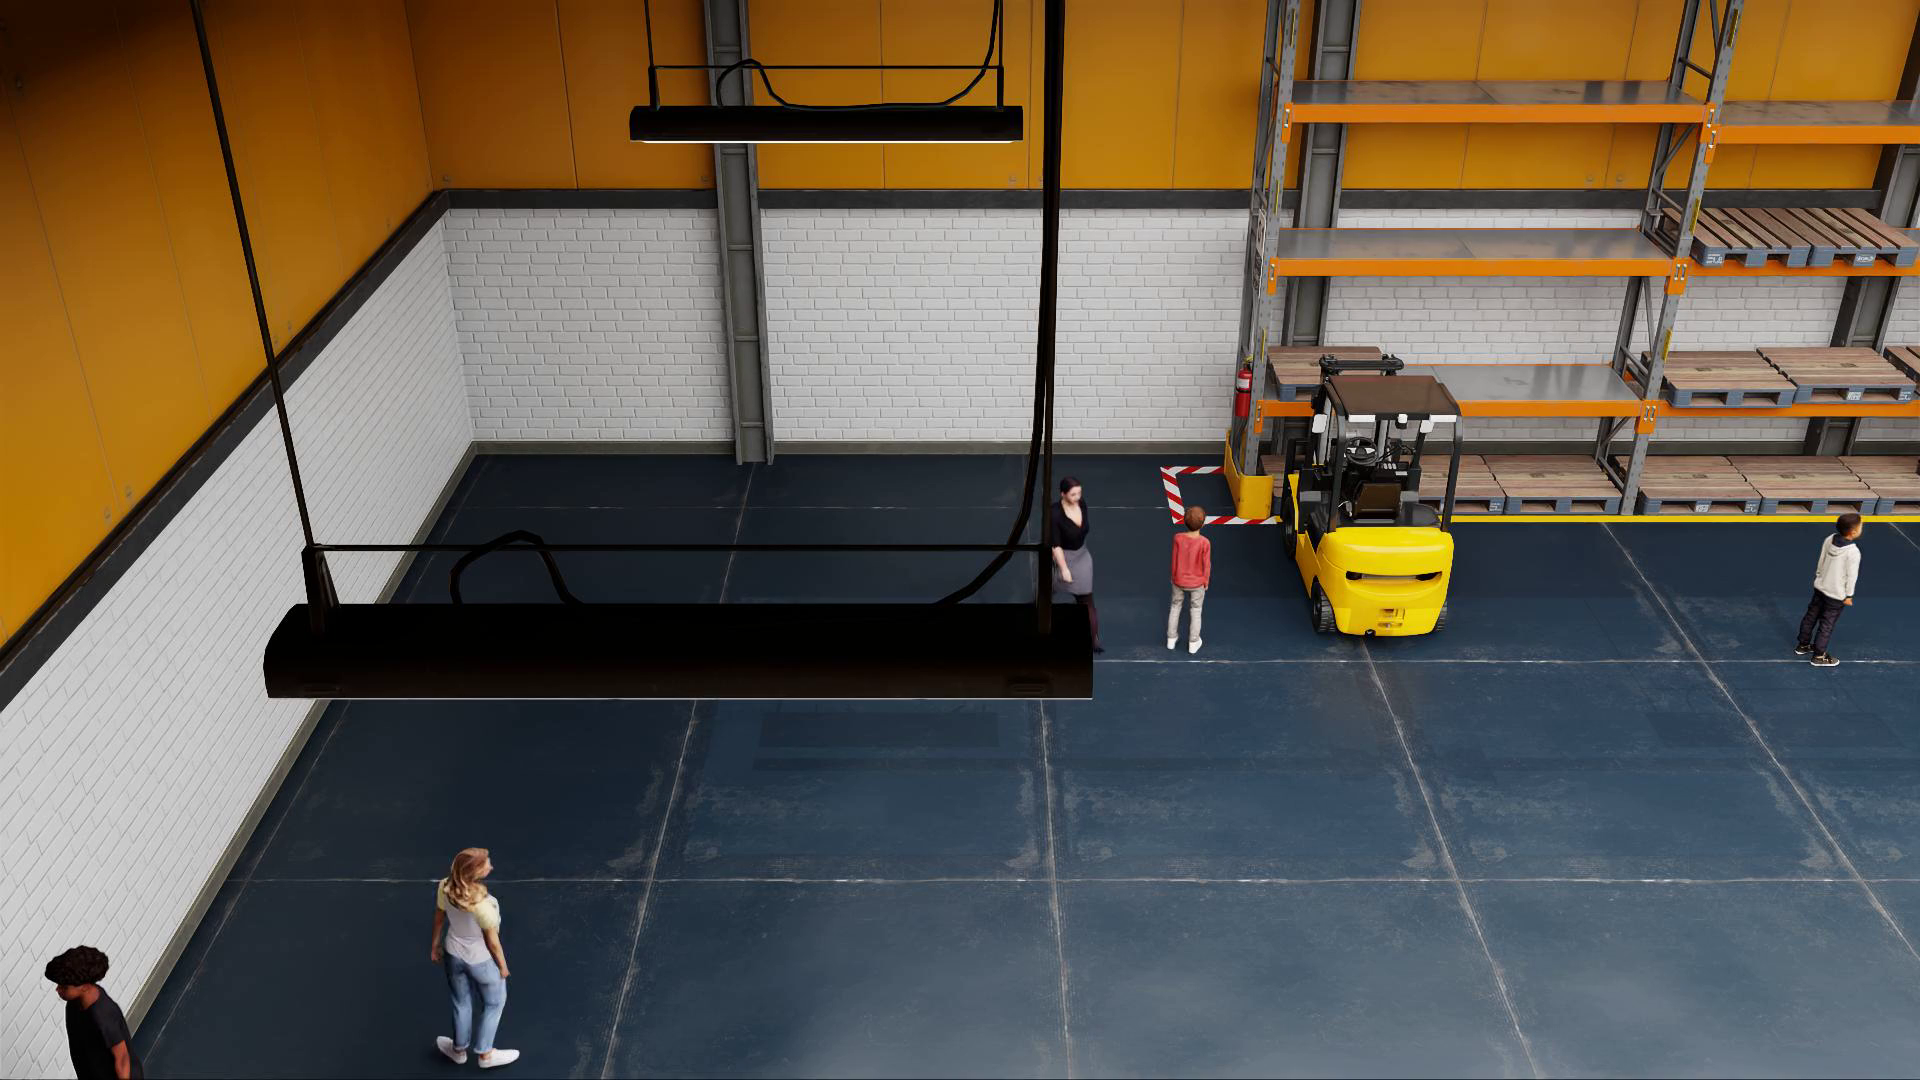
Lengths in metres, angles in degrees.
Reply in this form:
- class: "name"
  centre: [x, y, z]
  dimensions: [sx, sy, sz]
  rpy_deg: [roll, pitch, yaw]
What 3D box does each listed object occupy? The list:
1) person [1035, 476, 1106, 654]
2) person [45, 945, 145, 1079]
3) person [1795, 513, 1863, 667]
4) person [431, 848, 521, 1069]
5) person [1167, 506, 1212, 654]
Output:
- class: "person"
  centre: [0.851, 0.175, 14.879]
  dimensions: [1.104, 1.715, 1.102]
  rpy_deg: [-20, 34, -32]
- class: "person"
  centre: [-4.888, 3.041, 9.554]
  dimensions: [0.701, 1.783, 0.779]
  rpy_deg: [20, 35, 33]
- class: "person"
  centre: [7.701, 0.421, 14.701]
  dimensions: [0.581, 1.455, 0.622]
  rpy_deg: [-6, 29, -11]
- class: "person"
  centre: [-3.110, 2.627, 10.400]
  dimensions: [0.714, 1.700, 0.915]
  rpy_deg: [7, 29, 13]
- class: "person"
  centre: [2.046, 0.350, 14.872]
  dimensions: [0.514, 1.415, 0.632]
  rpy_deg: [11, 31, 20]
